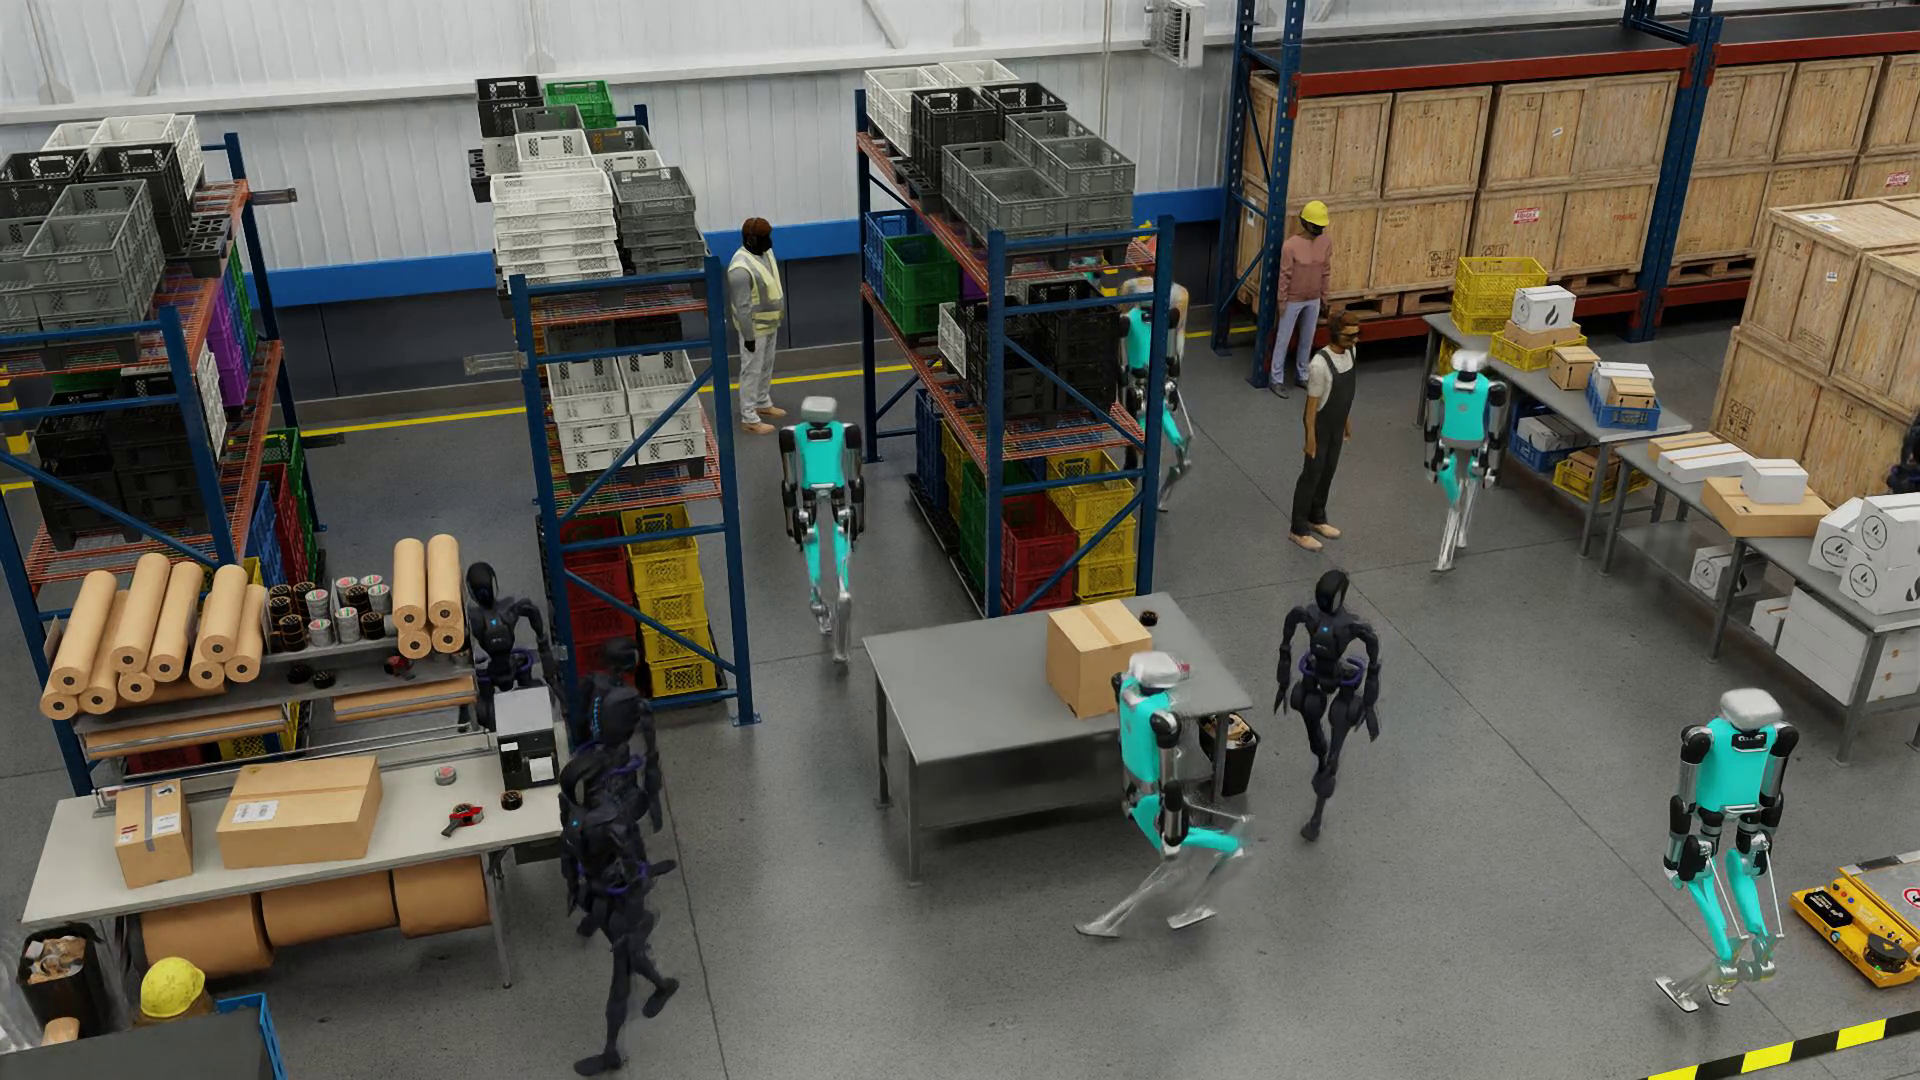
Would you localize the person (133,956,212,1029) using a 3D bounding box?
[{"bbox_3d":[-2.887,2.308,6.429,0.491,1.742,0.314,-2,29,-4],"label":"person"}]

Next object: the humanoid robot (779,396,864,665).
[{"bbox_3d":[-0.856,0.039,10.603,0.530,1.772,0.995,-3,29,-5],"label":"humanoid robot"}]

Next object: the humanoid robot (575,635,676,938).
[{"bbox_3d":[-1.800,1.229,8.523,0.610,1.614,0.770,21,35,33],"label":"humanoid robot"}]

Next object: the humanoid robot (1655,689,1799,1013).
[{"bbox_3d":[3.604,1.542,7.695,0.533,1.673,0.735,-3,29,-5],"label":"humanoid robot"}]

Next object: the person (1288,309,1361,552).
[{"bbox_3d":[2.645,-0.800,11.992,0.341,1.838,0.505,24,37,37],"label":"person"}]

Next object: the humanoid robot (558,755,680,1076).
[{"bbox_3d":[-1.636,1.670,7.700,0.587,1.623,0.747,23,36,35],"label":"humanoid robot"}]

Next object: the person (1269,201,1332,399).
[{"bbox_3d":[2.979,-2.084,14.409,0.525,1.760,0.334,-12,31,-21],"label":"person"}]

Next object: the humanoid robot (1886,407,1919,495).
[{"bbox_3d":[6.560,-0.331,11.351,0.603,1.630,0.787,-15,32,-25],"label":"humanoid robot"}]

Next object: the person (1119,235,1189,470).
[{"bbox_3d":[1.494,-1.446,13.089,0.545,1.907,0.831,4,29,7],"label":"person"}]

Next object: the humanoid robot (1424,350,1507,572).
[{"bbox_3d":[3.543,-0.607,11.726,0.562,1.722,0.998,12,31,21],"label":"humanoid robot"}]

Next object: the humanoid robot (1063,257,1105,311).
[{"bbox_3d":[0.764,-1.725,13.793,0.545,1.747,0.924,-17,33,-28],"label":"humanoid robot"}]

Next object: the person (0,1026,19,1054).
[{"bbox_3d":[-3.831,2.215,6.487,0.984,1.858,0.620,-1,29,-2],"label":"person"}]

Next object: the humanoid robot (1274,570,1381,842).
[{"bbox_3d":[2.040,0.849,9.209,0.615,1.615,0.834,15,32,25],"label":"humanoid robot"}]

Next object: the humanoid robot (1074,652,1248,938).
[{"bbox_3d":[1.060,1.297,8.252,0.995,1.738,0.553,-11,31,-19],"label":"humanoid robot"}]

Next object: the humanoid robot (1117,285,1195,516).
[{"bbox_3d":[1.483,-0.914,12.361,0.530,1.855,0.783,-12,31,-21],"label":"humanoid robot"}]

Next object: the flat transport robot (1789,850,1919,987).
[{"bbox_3d":[5.163,1.916,8.676,1.431,0.231,0.659,-8,30,-14],"label":"flat transport robot"}]

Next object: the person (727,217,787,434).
[{"bbox_3d":[-1.660,-1.786,13.794,0.430,1.833,0.619,8,30,14],"label":"person"}]

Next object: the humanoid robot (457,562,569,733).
[{"bbox_3d":[-2.483,0.843,9.167,0.609,1.651,0.320,-14,32,-24],"label":"humanoid robot"}]
